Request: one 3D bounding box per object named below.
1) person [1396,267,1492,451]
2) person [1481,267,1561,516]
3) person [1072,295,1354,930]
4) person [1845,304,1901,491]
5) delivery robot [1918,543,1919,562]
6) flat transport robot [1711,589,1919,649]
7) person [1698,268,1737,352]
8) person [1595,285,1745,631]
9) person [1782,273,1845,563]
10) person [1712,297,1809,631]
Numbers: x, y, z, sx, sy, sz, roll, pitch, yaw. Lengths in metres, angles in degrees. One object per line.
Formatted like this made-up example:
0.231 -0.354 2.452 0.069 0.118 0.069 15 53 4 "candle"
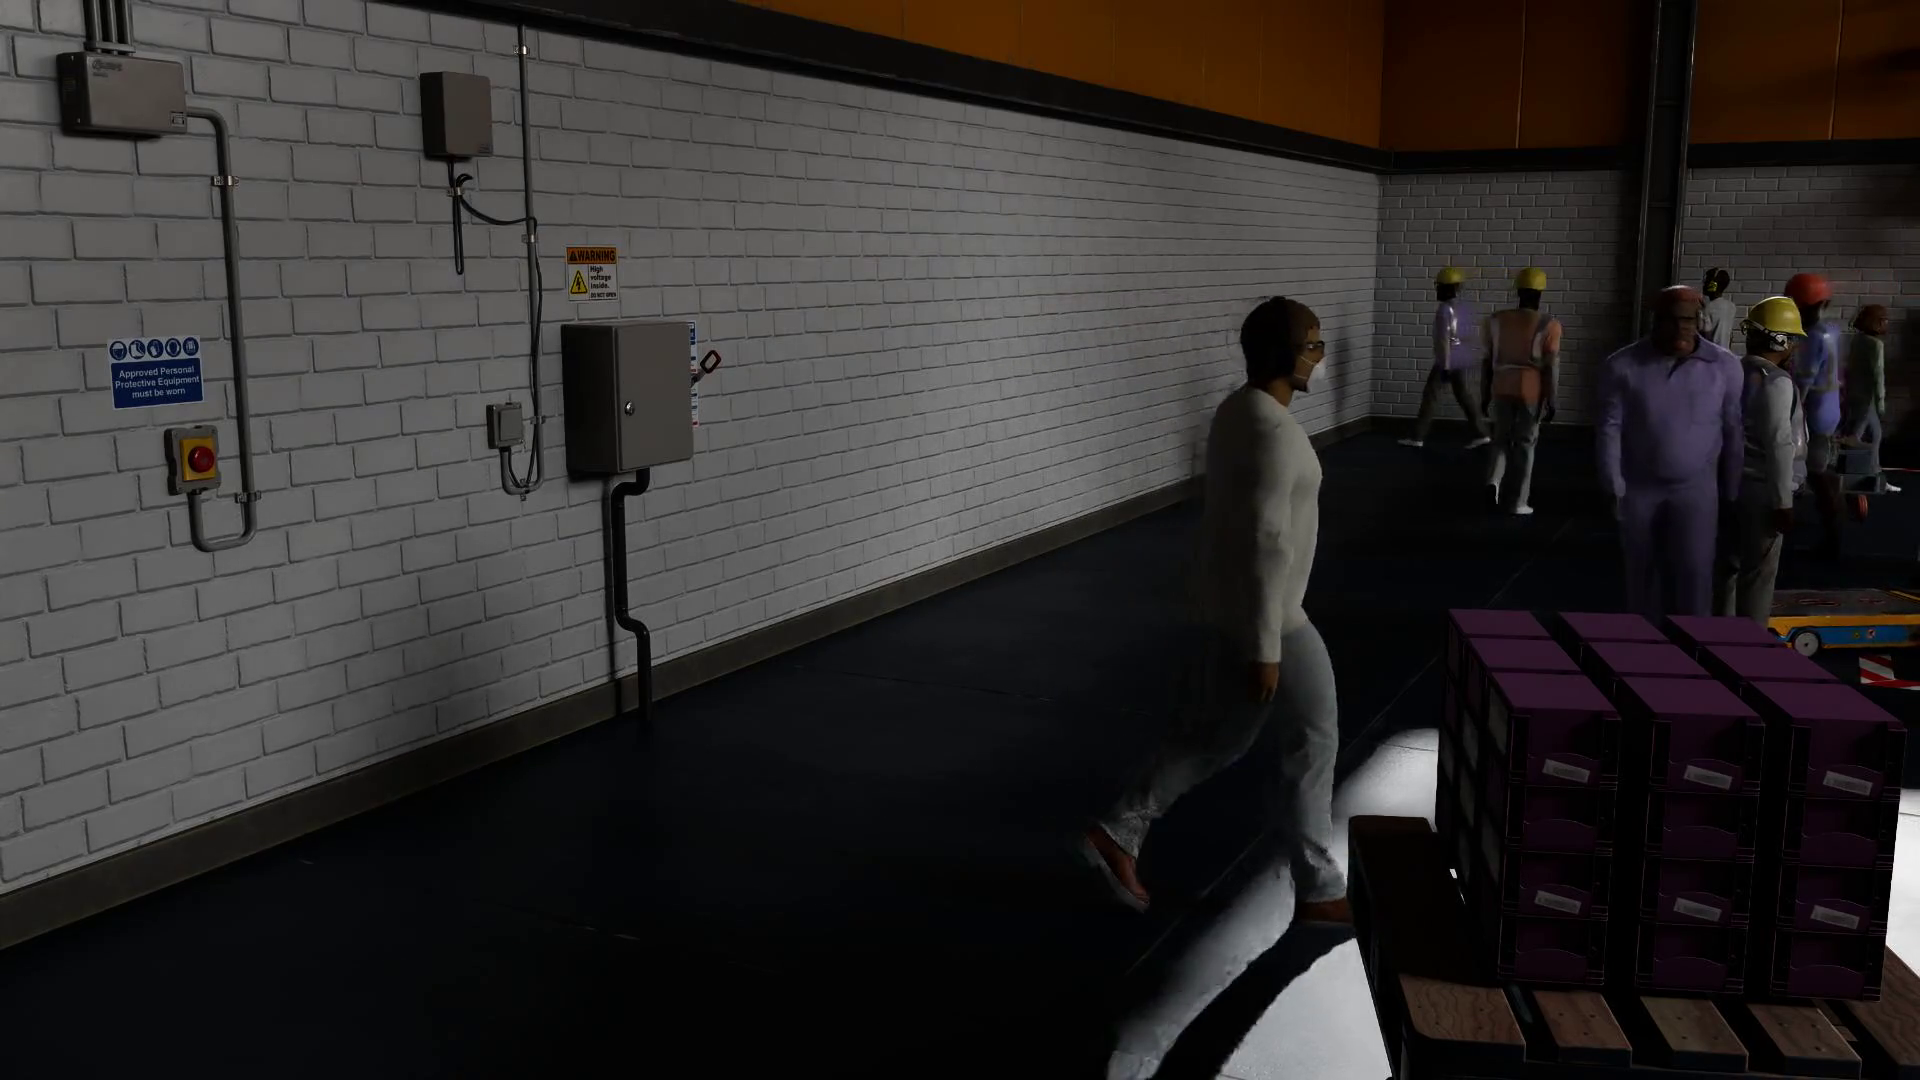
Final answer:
5.040 -1.851 17.080 1.001 1.887 0.600 9 13 41 "person"
4.276 -1.124 12.733 0.604 1.914 0.497 8 12 38 "person"
0.821 0.232 4.941 0.917 1.911 0.642 0 10 -2 "person"
7.592 -1.197 14.079 0.802 1.602 0.500 2 10 11 "person"
5.621 0.151 9.028 0.707 0.478 0.477 4 10 21 "delivery robot"
4.500 0.414 8.597 1.431 0.197 0.652 -1 10 -5 "flat transport robot"
7.354 -1.720 16.315 0.514 1.876 0.328 -7 12 -33 "person"
3.260 -0.225 7.674 0.654 1.870 0.838 4 11 22 "person"
5.436 -0.782 10.867 0.853 1.885 0.592 5 11 25 "person"
3.775 -0.235 7.888 0.404 1.819 0.593 0 10 1 "person"
